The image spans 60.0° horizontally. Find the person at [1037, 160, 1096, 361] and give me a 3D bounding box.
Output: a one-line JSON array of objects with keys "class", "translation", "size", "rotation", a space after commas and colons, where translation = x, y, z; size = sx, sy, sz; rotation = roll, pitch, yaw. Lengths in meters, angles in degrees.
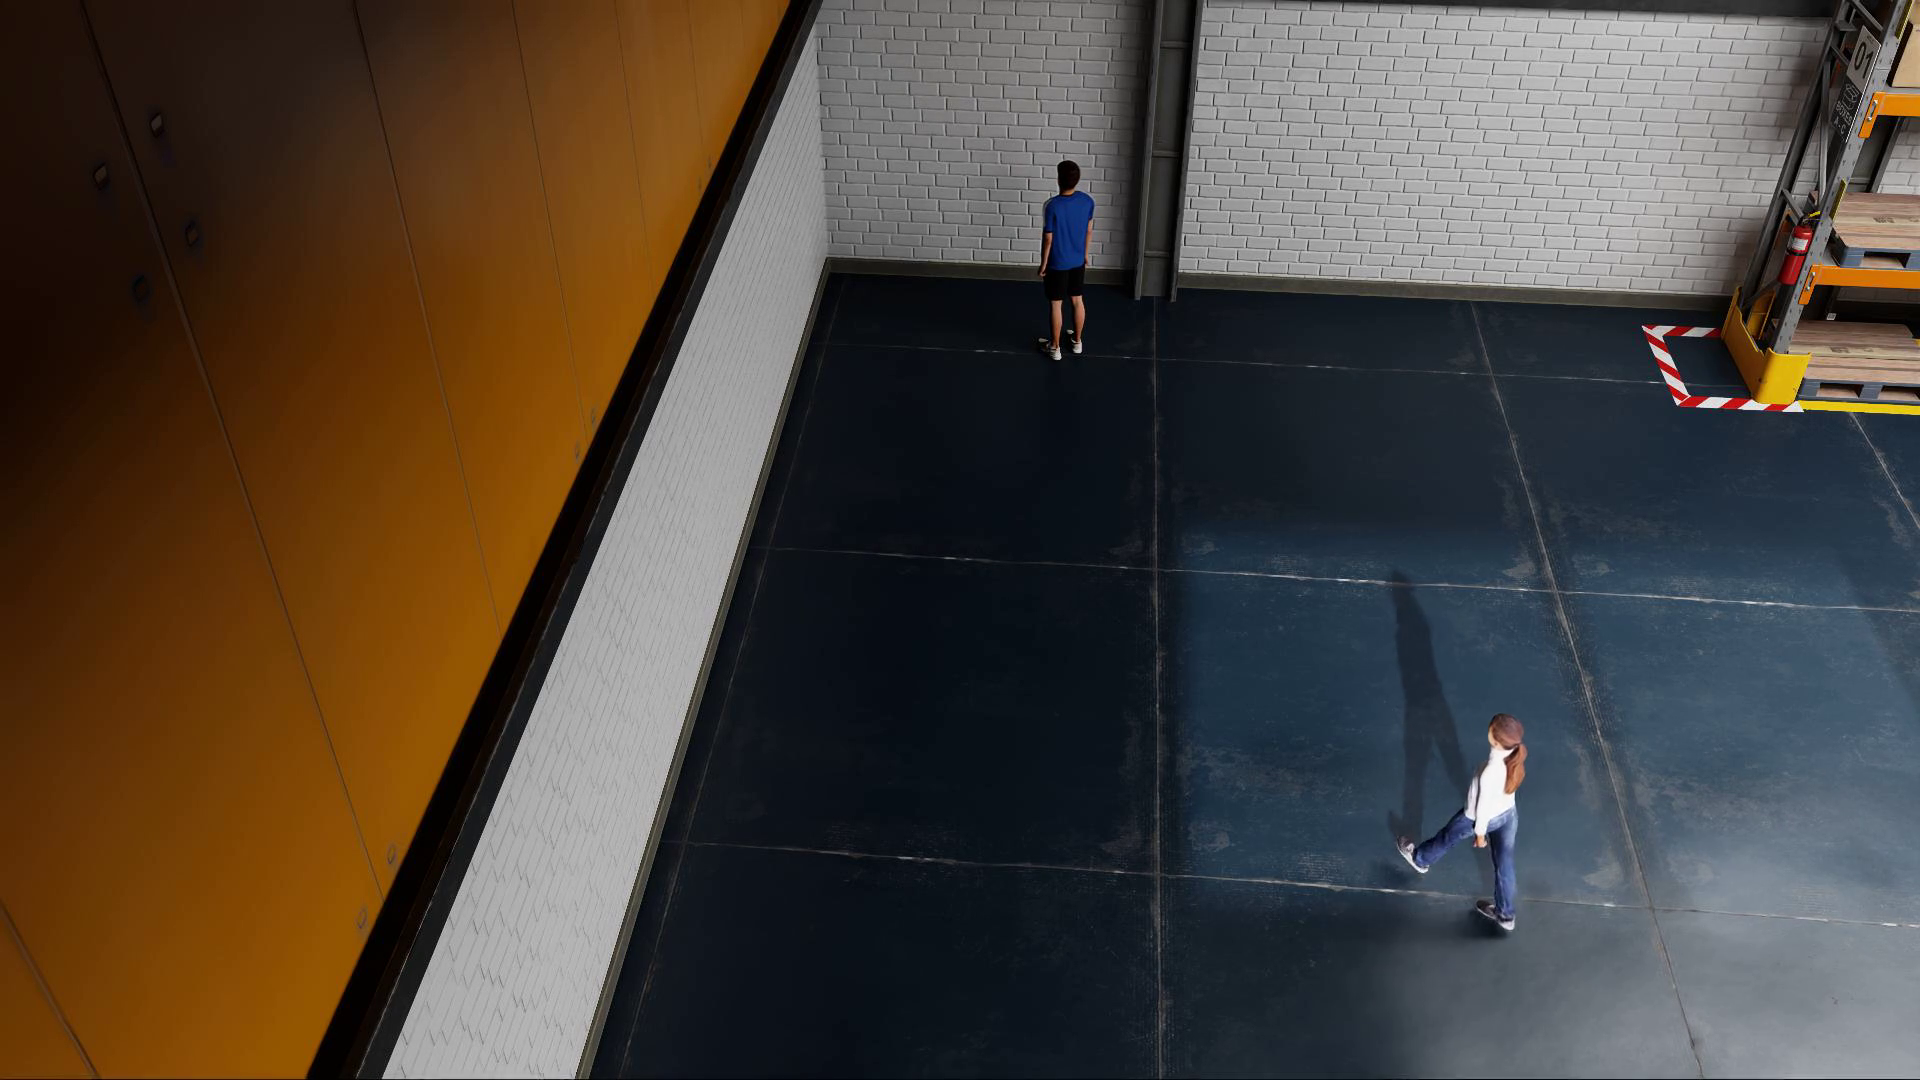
[{"class": "person", "translation": [0.925, -2.463, 14.581], "size": [0.695, 1.866, 0.803], "rotation": [-17, 42, -20]}]

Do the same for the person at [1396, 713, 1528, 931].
[{"class": "person", "translation": [3.146, 1.669, 9.691], "size": [1.027, 1.511, 1.019], "rotation": [-23, 44, -26]}]
